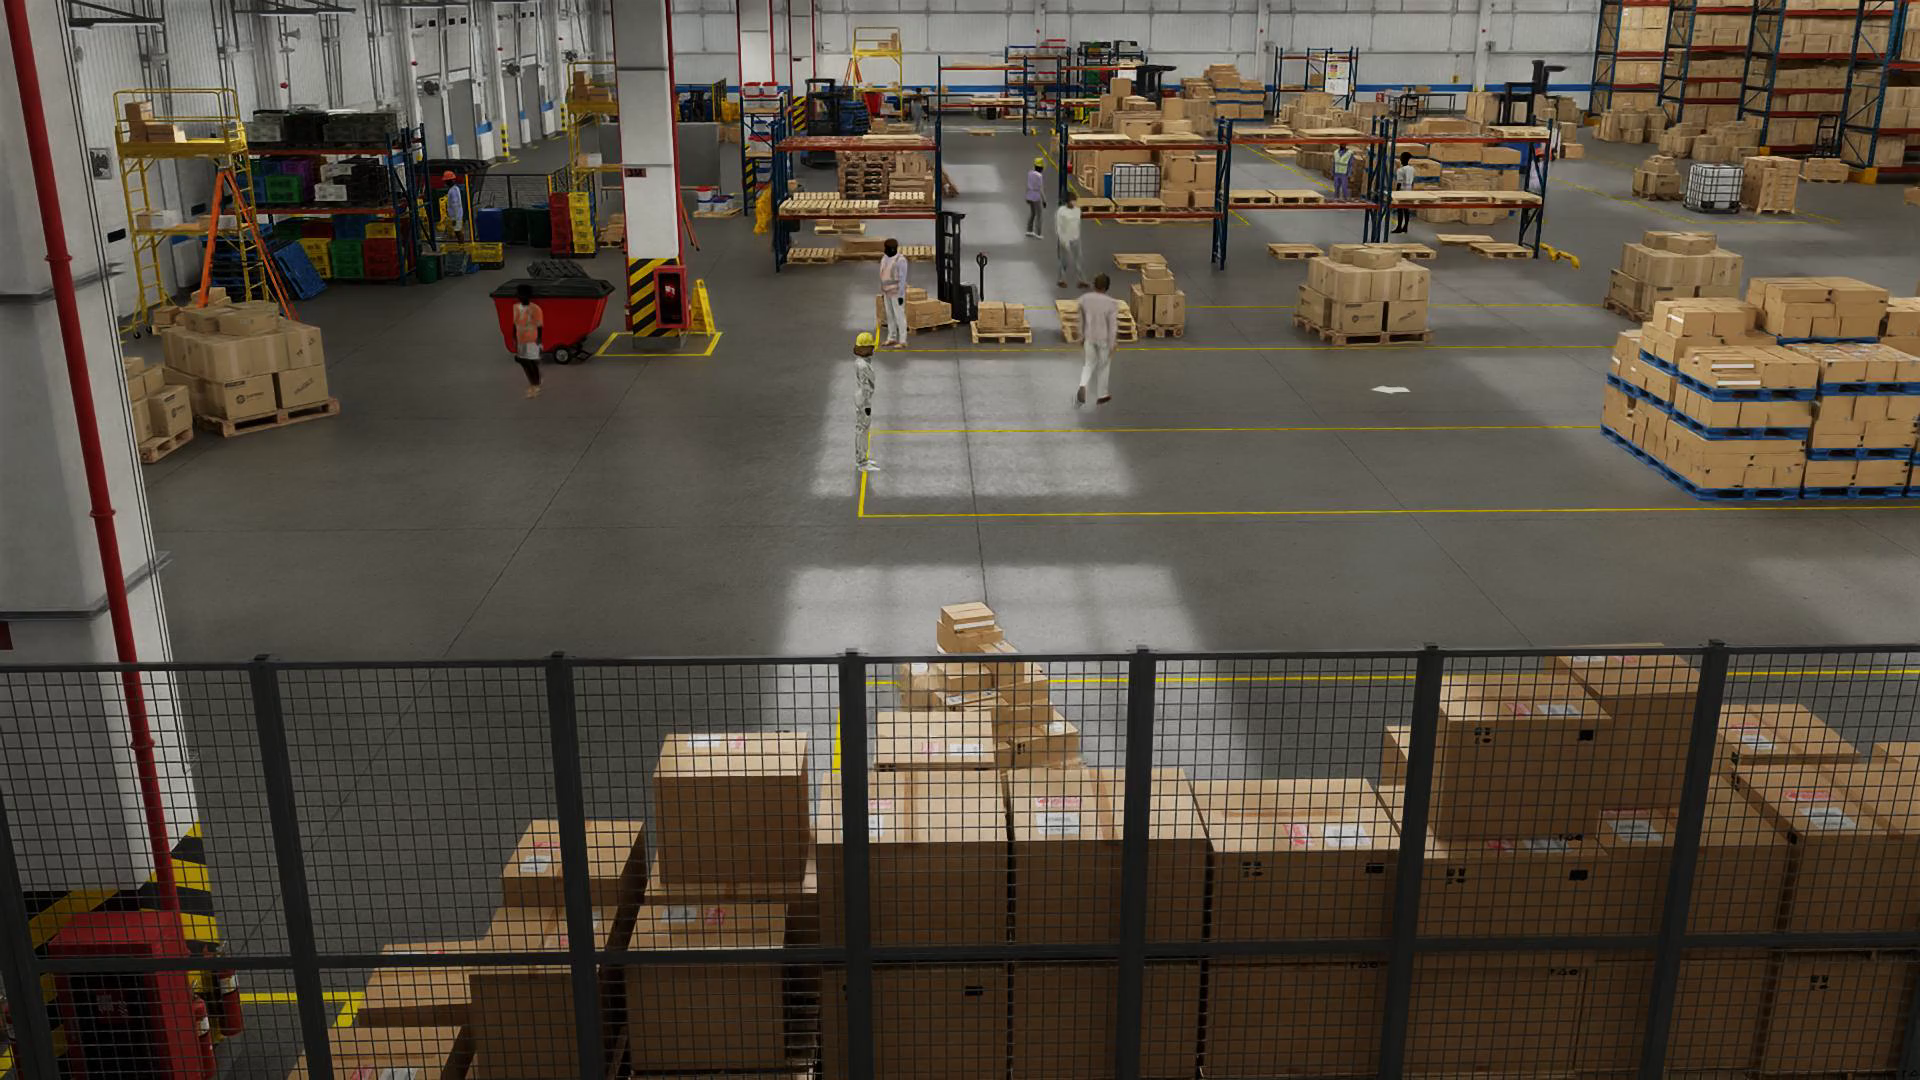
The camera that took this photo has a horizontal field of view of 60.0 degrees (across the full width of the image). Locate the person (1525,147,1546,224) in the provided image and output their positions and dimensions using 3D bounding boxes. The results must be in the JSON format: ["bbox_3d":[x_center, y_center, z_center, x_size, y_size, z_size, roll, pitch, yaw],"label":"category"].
[{"bbox_3d":[14.511,-8.945,41.934,0.547,1.901,0.928,11,21,29],"label":"person"}]

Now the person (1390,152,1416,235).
[{"bbox_3d":[10.678,-8.359,40.075,0.607,1.966,0.367,-15,24,-37],"label":"person"}]

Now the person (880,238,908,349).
[{"bbox_3d":[-1.108,-4.101,27.660,0.430,1.836,0.625,-14,23,-35],"label":"person"}]

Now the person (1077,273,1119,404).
[{"bbox_3d":[1.967,-2.862,23.844,0.639,1.920,0.629,10,21,28],"label":"person"}]

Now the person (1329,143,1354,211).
[{"bbox_3d":[10.132,-9.706,44.148,0.595,1.918,0.386,16,24,39],"label":"person"}]

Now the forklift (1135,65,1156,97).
[{"bbox_3d":[6.946,-16.489,62.786,1.873,2.768,1.129,15,24,37],"label":"forklift"}]

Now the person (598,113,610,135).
[{"bbox_3d":[-13.965,-16.661,65.293,0.512,1.586,0.864,-16,25,-40],"label":"person"}]

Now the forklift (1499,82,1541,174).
[{"bbox_3d":[17.612,-13.042,52.560,1.129,2.768,1.873,-1,19,-1],"label":"forklift"}]

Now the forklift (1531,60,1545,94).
[{"bbox_3d":[22.941,-17.687,66.340,1.873,2.768,1.129,8,20,23],"label":"forklift"}]

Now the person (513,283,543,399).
[{"bbox_3d":[-6.331,-2.932,24.402,0.554,1.698,0.319,10,21,27],"label":"person"}]

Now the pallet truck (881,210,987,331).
[{"bbox_3d":[-0.493,-4.759,29.349,1.885,1.965,0.823,-13,23,-34],"label":"pallet truck"}]

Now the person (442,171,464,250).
[{"bbox_3d":[-11.052,-7.085,36.351,0.376,1.931,0.542,-4,19,-10],"label":"person"}]

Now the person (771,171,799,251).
[{"bbox_3d":[-3.943,-7.468,37.685,0.921,1.799,0.533,-15,24,-37],"label":"person"}]

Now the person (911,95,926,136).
[{"bbox_3d":[-1.426,-15.309,60.805,0.999,1.885,0.651,-4,19,-11],"label":"person"}]

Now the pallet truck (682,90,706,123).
[{"bbox_3d":[-9.671,-15.907,62.421,0.823,1.965,1.885,5,19,15],"label":"pallet truck"}]

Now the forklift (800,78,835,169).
[{"bbox_3d":[-4.527,-13.620,54.275,1.129,2.768,1.873,-6,20,-18],"label":"forklift"}]

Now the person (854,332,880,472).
[{"bbox_3d":[-1.168,-1.729,20.753,0.297,1.744,0.487,-3,19,-8],"label":"person"}]

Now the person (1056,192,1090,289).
[{"bbox_3d":[2.228,-5.902,32.888,0.642,1.904,0.902,-12,22,-32],"label":"person"}]

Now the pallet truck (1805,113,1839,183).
[{"bbox_3d":[26.403,-11.957,50.702,0.823,1.965,1.885,6,19,16],"label":"pallet truck"}]

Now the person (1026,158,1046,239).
[{"bbox_3d":[1.805,-8.127,39.505,0.406,1.897,0.624,-9,21,-25],"label":"person"}]
